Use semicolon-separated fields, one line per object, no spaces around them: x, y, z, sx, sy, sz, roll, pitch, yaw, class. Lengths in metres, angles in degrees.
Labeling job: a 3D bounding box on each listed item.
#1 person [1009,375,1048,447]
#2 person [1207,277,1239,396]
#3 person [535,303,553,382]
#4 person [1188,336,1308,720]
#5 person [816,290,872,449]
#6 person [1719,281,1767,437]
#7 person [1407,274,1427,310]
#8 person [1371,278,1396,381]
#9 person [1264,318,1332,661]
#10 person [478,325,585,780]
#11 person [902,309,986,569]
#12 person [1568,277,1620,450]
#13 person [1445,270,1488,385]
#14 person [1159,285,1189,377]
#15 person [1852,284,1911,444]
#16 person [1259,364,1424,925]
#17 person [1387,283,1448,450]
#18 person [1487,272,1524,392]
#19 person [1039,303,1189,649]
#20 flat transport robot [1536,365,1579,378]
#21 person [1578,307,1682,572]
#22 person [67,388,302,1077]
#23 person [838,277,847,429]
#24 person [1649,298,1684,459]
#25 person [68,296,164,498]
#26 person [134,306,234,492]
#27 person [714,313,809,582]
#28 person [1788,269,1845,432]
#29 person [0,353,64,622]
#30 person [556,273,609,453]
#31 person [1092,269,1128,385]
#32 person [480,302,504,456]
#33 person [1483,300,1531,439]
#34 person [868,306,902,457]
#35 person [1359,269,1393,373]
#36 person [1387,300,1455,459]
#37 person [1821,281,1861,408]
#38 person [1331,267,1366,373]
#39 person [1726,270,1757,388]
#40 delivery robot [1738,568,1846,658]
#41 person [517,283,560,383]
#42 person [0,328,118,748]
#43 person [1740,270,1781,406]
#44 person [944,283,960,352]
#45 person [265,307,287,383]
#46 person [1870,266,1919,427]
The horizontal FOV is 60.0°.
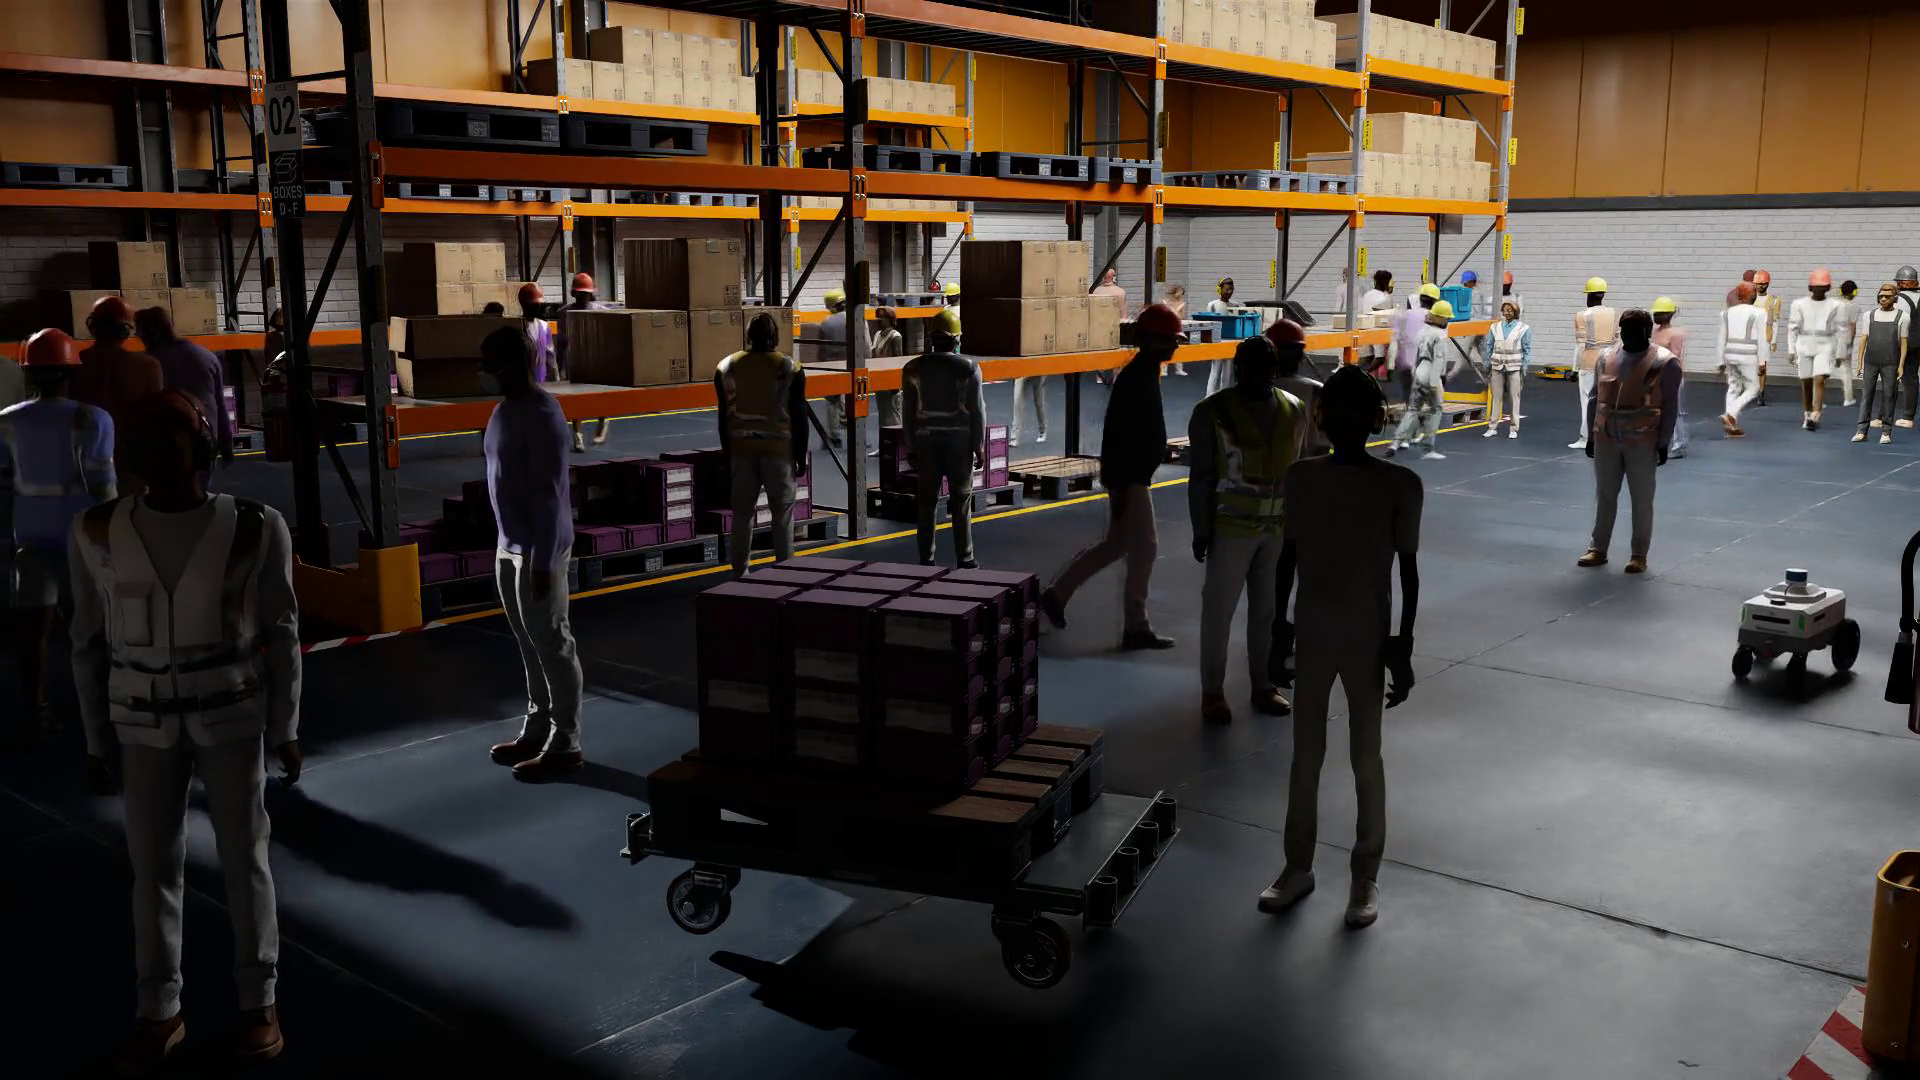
0.811;-1.884;19.128;0.507;1.587;0.867;4;11;20;person
3.527;-2.577;22.280;0.535;1.864;0.309;-6;11;-29;person
-4.739;-1.851;18.662;0.534;1.688;0.321;7;12;36;person
1.401;-0.057;8.001;0.633;1.841;0.429;-3;10;-18;person
-1.287;-1.893;18.627;0.652;1.792;0.407;1;10;5;person
9.239;-2.126;19.705;0.495;1.866;0.599;-6;11;-30;person
6.855;-2.991;24.487;0.599;1.917;0.375;3;10;18;person
7.207;-3.576;28.254;0.325;1.767;0.533;-3;10;-17;person
1.775;-0.277;9.193;0.560;1.880;1.022;1;10;3;person
-1.846;0.050;7.138;0.359;1.933;0.625;-7;12;-33;person
-0.102;-0.673;11.533;0.591;1.833;0.403;2;10;13;person
7.094;-1.971;18.653;0.589;1.927;0.388;-4;11;-21;person
8.447;-3.505;27.519;0.974;1.873;0.618;3;10;18;person
3.702;-3.651;29.139;0.603;1.611;0.323;2;10;10;person
10.663;-2.035;19.249;0.506;1.846;0.345;8;13;39;person
1.279;0.349;5.595;0.516;1.876;0.327;6;11;29;person
5.193;-1.960;18.811;0.597;1.845;0.998;6;12;30;person
8.477;-3.223;25.910;0.546;1.890;0.996;2;10;12;person
0.855;-0.355;9.404;0.831;1.957;0.656;1;10;7;person
10.788;-2.925;28.799;1.431;0.197;0.652;1;10;4;flat transport robot
4.674;-0.699;11.654;0.430;1.845;0.619;-10;14;-44;person
-2.107;0.525;4.568;0.575;1.882;0.359;-2;10;-13;person
-1.394;-2.369;20.892;0.376;1.937;0.629;-1;10;-5;person
7.399;-1.706;17.702;0.877;1.717;0.547;-3;10;-17;person
-5.252;-0.526;10.350;0.642;1.950;0.710;-4;11;-22;person
-5.219;-0.625;11.166;0.472;1.873;0.702;7;12;35;person
-1.299;-0.580;11.026;0.621;1.835;0.430;2;10;9;person
10.496;-2.319;20.459;0.608;1.978;1.087;7;12;34;person
-5.669;-0.390;9.682;0.501;1.916;0.707;5;11;24;person
-4.208;-2.001;18.678;0.657;1.996;0.993;-1;10;-5;person
2.486;-3.527;27.556;0.643;1.913;0.411;5;11;27;person
-5.065;-1.773;18.264;0.546;1.656;0.791;2;10;13;person
6.500;-2.024;19.765;0.512;1.642;0.312;7;12;36;person
-0.784;-1.686;17.835;0.306;1.643;0.523;-6;12;-32;person
6.199;-3.117;25.134;0.615;1.937;0.655;-6;11;-30;person
4.930;-1.701;17.754;0.569;1.708;0.537;-3;10;-18;person
12.455;-2.764;23.560;1.053;1.809;0.480;-8;13;-39;person
6.998;-3.966;30.076;0.638;1.907;0.408;-5;11;-26;person
12.702;-3.400;26.853;0.409;1.908;0.640;-8;13;-38;person
4.418;0.395;8.821;0.477;0.478;0.707;9;14;43;delivery robot
-4.046;-1.501;16.002;0.750;1.911;0.578;6;12;30;person
-4.195;-0.040;7.793;0.566;1.879;1.002;-1;10;-8;person
11.438;-2.892;23.862;0.543;1.939;0.360;5;11;27;person
-0.086;-2.782;23.754;0.524;1.760;0.327;10;14;44;person
-7.261;-1.683;17.881;0.491;1.626;0.282;6;12;31;person
11.811;-2.430;20.944;0.679;2.000;0.537;-2;10;-10;person
